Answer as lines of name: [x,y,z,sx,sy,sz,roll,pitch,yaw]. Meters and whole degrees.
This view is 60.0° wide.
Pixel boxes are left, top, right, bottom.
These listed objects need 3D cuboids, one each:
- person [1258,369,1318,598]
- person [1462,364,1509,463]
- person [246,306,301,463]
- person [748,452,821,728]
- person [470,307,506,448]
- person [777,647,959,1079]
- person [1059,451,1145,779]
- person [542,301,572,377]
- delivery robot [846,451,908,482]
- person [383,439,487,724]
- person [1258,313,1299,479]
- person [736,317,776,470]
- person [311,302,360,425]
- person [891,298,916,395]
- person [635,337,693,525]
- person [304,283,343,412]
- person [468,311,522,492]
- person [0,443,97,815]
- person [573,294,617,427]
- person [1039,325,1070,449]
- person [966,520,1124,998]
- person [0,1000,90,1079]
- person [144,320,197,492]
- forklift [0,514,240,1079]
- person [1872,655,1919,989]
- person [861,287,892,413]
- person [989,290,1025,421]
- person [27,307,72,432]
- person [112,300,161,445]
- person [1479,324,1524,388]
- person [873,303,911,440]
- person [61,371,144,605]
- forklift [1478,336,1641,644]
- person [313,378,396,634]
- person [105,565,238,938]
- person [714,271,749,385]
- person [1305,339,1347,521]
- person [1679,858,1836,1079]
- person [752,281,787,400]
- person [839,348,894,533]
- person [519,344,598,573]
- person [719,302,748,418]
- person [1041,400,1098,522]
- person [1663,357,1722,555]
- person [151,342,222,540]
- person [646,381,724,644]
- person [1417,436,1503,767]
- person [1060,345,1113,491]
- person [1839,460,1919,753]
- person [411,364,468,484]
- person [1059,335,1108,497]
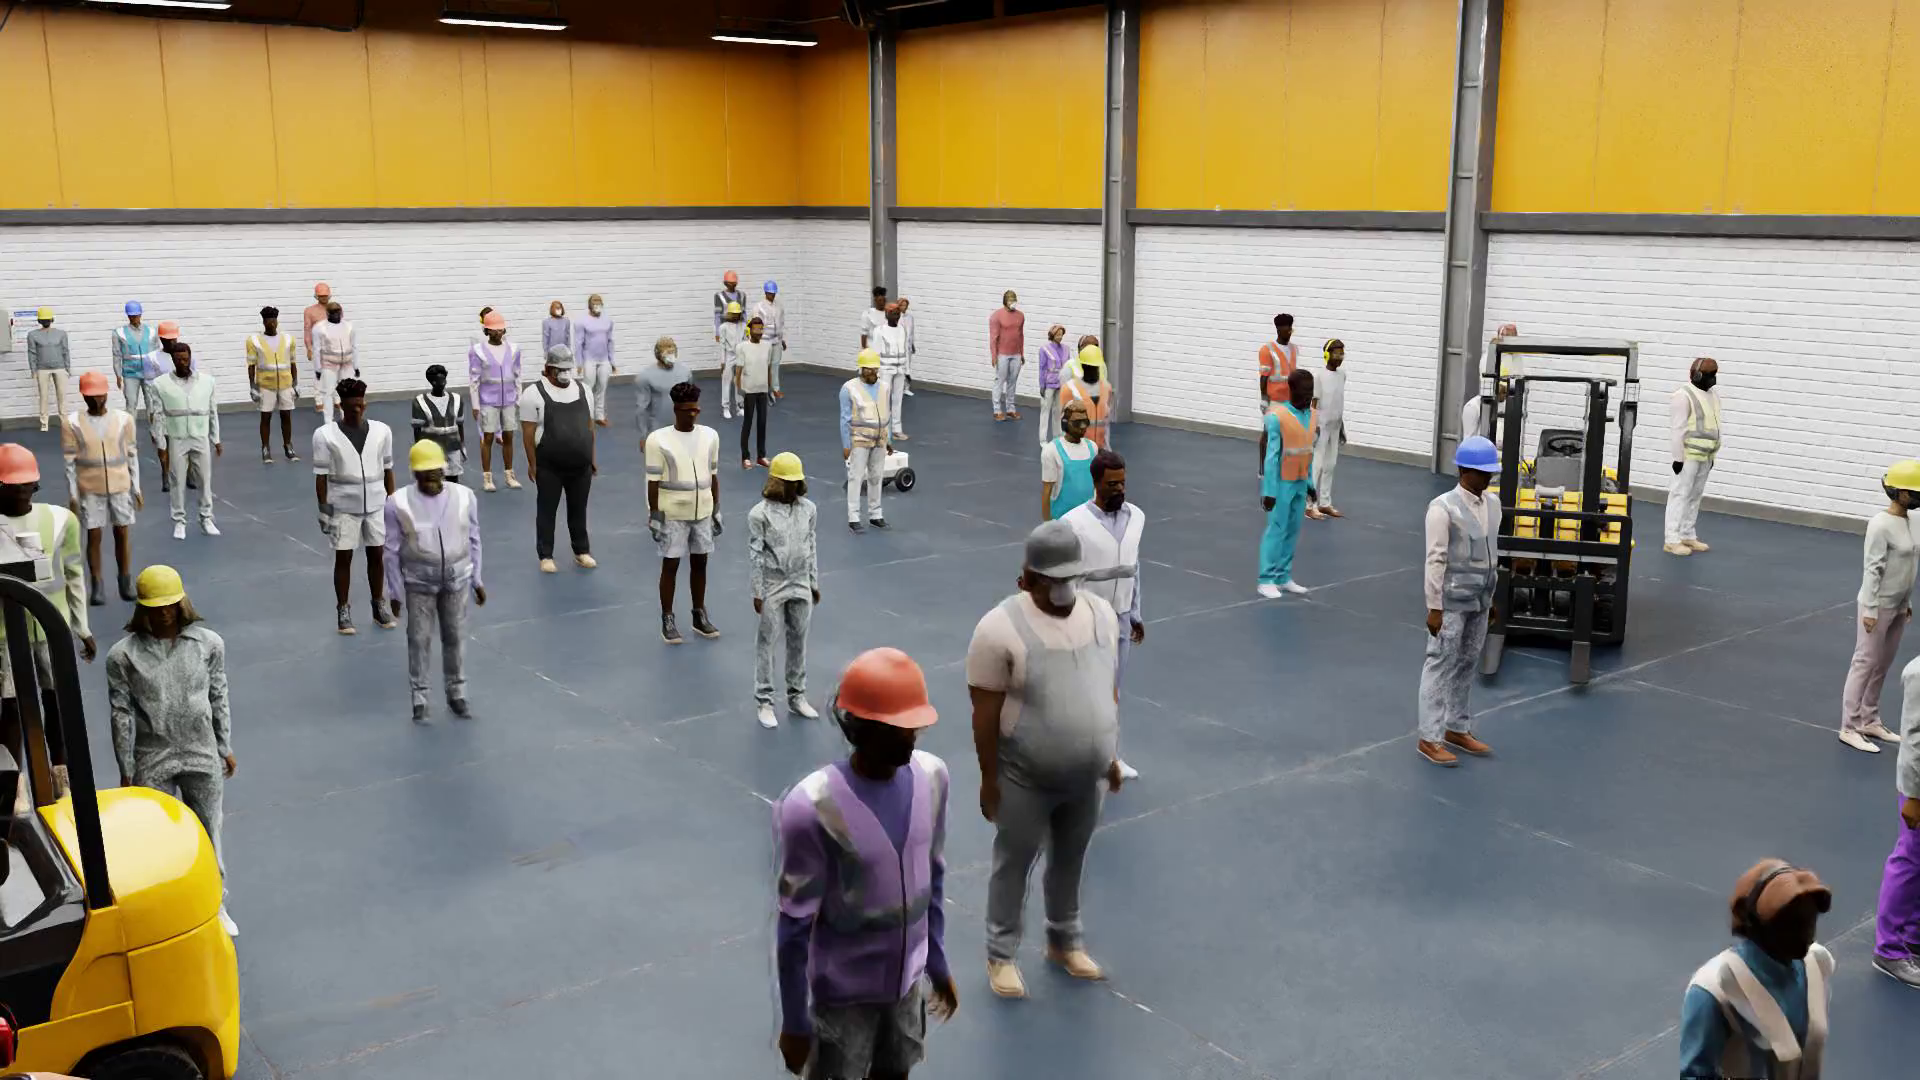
person: [2.739,-0.472,13.883,0.632,1.905,0.390,-11,16,-42]
person: [4.788,-0.689,15.077,0.600,1.827,0.404,-9,15,-36]
person: [-8.583,-1.948,20.826,0.613,1.961,0.368,-9,15,-36]
person: [-1.090,0.306,10.485,0.492,1.740,0.324,-9,15,-36]
person: [-6.236,-2.165,22.110,0.533,1.868,0.310,-9,15,-36]
person: [-0.265,1.310,4.981,0.652,2.030,0.435,-11,16,-42]
person: [0.791,0.439,9.416,0.596,1.916,0.372,-9,15,-36]
person: [-6.590,-3.095,27.209,0.540,1.620,0.369,-11,16,-42]
delivery robot: [-0.934,-0.858,18.760,0.707,0.478,0.477,-10,15,-40]
person: [-3.316,0.263,10.527,0.612,1.821,0.407,-7,13,-29]
person: [3.761,-1.690,19.578,0.613,1.963,0.361,-9,15,-36]
person: [-2.498,-1.802,20.366,0.533,1.864,0.309,-9,15,-36]
person: [-8.866,-2.461,23.654,0.654,1.829,0.433,-11,16,-42]
person: [-0.966,-3.213,27.727,0.522,1.638,0.310,-9,15,-36]
person: [-2.959,-1.077,16.754,0.654,1.927,0.433,-10,15,-39]
person: [-9.800,-2.977,25.722,0.622,1.992,0.396,-9,15,-36]
person: [-5.204,-1.561,18.767,0.614,2.040,0.390,-9,15,-36]
person: [-4.983,0.488,8.899,0.639,2.037,0.416,-11,16,-43]
person: [-5.237,-2.555,23.872,0.402,1.926,0.657,11,16,43]
person: [1.250,-2.024,21.988,0.522,1.636,0.310,-9,15,-36]
person: [0.392,0.898,6.900,0.702,2.000,0.536,-6,13,-28]
person: [-1.976,1.726,3.381,0.570,1.840,0.373,-9,15,-36]
person: [-8.882,-1.515,18.809,0.551,1.932,0.378,-9,15,-36]
forklift: [-3.687,1.115,5.480,2.313,2.155,1.214,-9,15,-36]
person: [4.171,1.013,7.039,0.572,1.748,0.342,-9,15,-36]
person: [-1.218,-2.895,25.473,0.658,1.952,0.428,-7,13,-29]
person: [0.711,-2.743,24.735,0.635,1.936,0.356,-9,15,-36]
person: [-12.897,-2.421,23.594,0.533,1.767,0.325,-9,15,-36]
person: [-10.928,-2.214,22.152,0.615,1.945,0.404,-9,15,-36]
person: [6.085,-1.466,18.641,0.651,1.906,0.403,-9,15,-36]
person: [-0.923,-2.282,22.633,0.584,1.882,0.337,-9,15,-36]
person: [-6.972,-0.417,13.564,0.550,1.926,0.460,-8,14,-34]
forklift: [4.683,-0.471,13.136,1.214,2.155,2.313,4,12,20]
person: [-4.601,-0.269,12.717,0.613,1.961,0.368,-9,15,-36]
person: [-3.453,0.958,7.333,0.492,1.742,0.319,-9,15,-36]
person: [-3.986,-3.684,29.094,0.639,2.029,0.478,-8,14,-33]
person: [3.804,-1.140,17.170,0.533,1.864,0.310,-9,15,-36]
person: [2.087,1.618,4.440,0.544,1.628,0.340,-6,13,-28]
person: [-3.114,-3.275,27.284,0.615,1.943,0.409,-9,15,-36]
person: [-0.908,-0.988,16.511,0.600,1.829,0.404,-9,15,-36]
person: [-3.511,-0.733,14.774,0.688,2.000,0.536,-9,15,-36]
person: [-3.385,-2.711,25.052,0.492,1.742,0.319,-9,15,-36]
person: [0.817,-0.121,12.294,0.515,1.843,0.326,-9,15,-36]
person: [6.853,-0.784,15.513,0.633,1.839,0.429,-9,15,-36]
person: [-7.545,-0.976,16.250,0.596,1.916,0.372,-9,15,-36]
person: [-2.046,-0.211,12.439,0.613,1.961,0.368,-9,15,-36]
person: [2.957,0.350,9.772,0.615,1.945,0.404,-9,15,-36]
person: [1.232,-0.909,15.951,0.607,1.912,0.458,-8,14,-34]
person: [5.598,0.393,10.007,0.533,1.767,0.325,-9,15,-36]
person: [-5.101,-0.884,16.340,0.540,1.695,0.317,-9,15,-36]
person: [1.365,-1.302,18.011,0.633,1.839,0.429,-9,15,-36]
